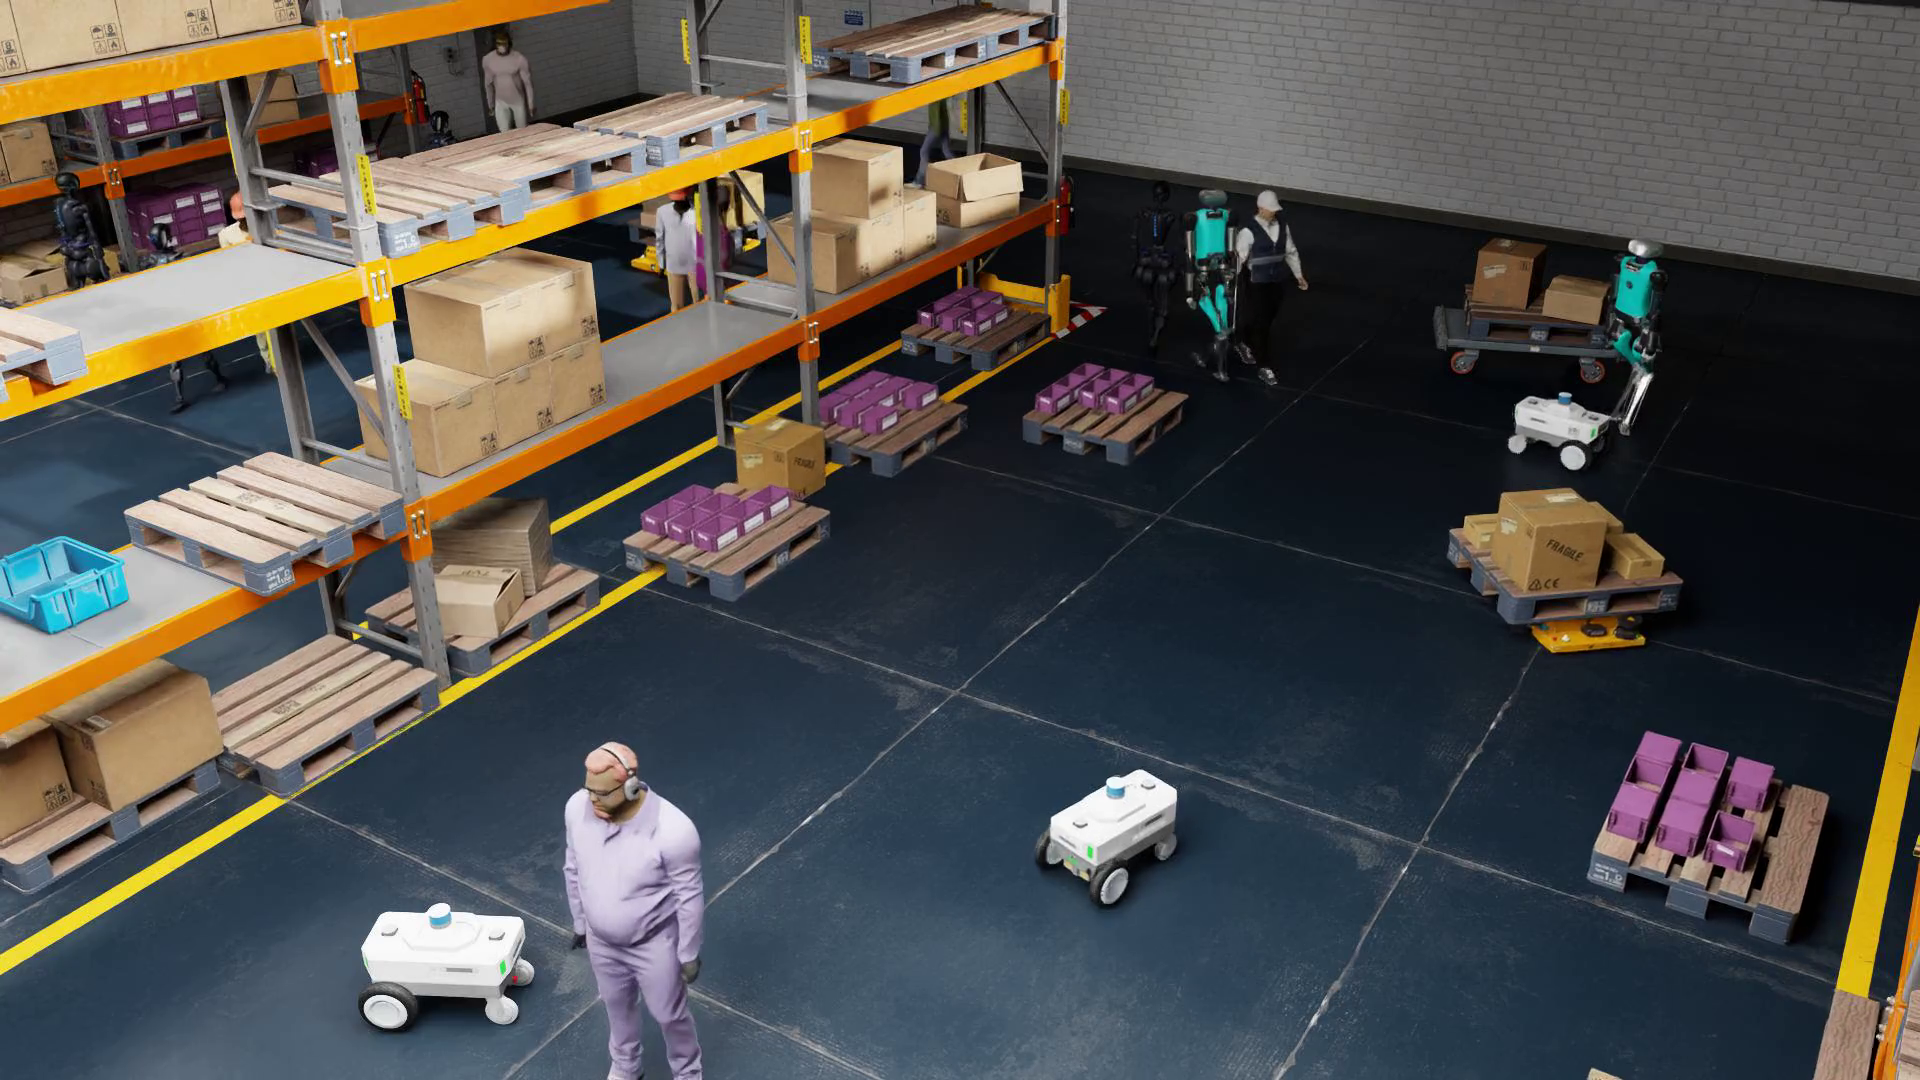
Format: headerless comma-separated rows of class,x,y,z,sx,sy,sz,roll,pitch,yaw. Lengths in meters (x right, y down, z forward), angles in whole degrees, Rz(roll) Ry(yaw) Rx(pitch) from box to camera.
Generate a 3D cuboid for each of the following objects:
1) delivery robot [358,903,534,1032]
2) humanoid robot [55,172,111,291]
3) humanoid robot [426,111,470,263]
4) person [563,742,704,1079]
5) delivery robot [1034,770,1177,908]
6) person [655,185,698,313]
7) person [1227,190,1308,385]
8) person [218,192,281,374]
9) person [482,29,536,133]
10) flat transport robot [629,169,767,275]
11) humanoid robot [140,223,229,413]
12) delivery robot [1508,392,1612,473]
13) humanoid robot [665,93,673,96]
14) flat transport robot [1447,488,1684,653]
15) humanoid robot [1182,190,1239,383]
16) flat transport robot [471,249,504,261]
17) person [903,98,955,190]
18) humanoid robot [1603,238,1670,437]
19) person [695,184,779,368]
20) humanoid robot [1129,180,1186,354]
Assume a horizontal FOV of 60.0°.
delivery robot,-2.458,2.003,7.939,0.802,0.598,0.499,2,27,3
humanoid robot,-8.537,-2.731,16.083,0.609,1.654,0.738,16,31,28
humanoid robot,-5.603,-3.887,18.286,0.599,1.657,0.315,16,31,28
person,-1.394,1.685,7.080,0.647,1.913,0.404,12,29,21
delivery robot,0.812,1.533,8.846,0.777,0.581,0.499,-22,34,-36
person,-2.585,-2.588,15.667,0.562,1.742,0.336,2,27,4
person,2.789,-2.359,15.220,0.758,1.730,0.770,-15,30,-26
person,-6.388,-2.347,15.211,0.598,1.723,0.446,-11,29,-20
person,-5.828,-5.707,21.659,0.642,1.894,0.992,-1,27,-2
flat transport robot,-2.947,-3.260,18.621,0.659,0.231,1.431,17,31,30
humanoid robot,-6.825,-1.984,14.612,0.589,1.642,0.740,0,27,0
delivery robot,4.957,-0.909,13.690,0.807,0.609,0.499,22,34,36
humanoid robot,-2.923,-4.170,18.852,0.805,1.809,0.532,-11,29,-21
flat transport robot,4.081,0.340,11.527,0.659,0.231,1.431,-4,27,-8
humanoid robot,2.331,-2.200,14.913,0.534,1.742,0.899,-9,28,-16
flat transport robot,-5.498,-3.468,19.032,0.659,0.231,1.431,-2,27,-4
person,-0.367,-5.205,20.984,0.802,1.598,0.511,7,28,14
humanoid robot,5.739,-1.701,13.940,0.828,1.780,0.622,-14,30,-26
person,-2.157,-2.377,15.186,0.948,1.799,0.537,-22,34,-36
humanoid robot,1.865,-2.614,15.826,0.597,1.635,0.700,11,29,20
